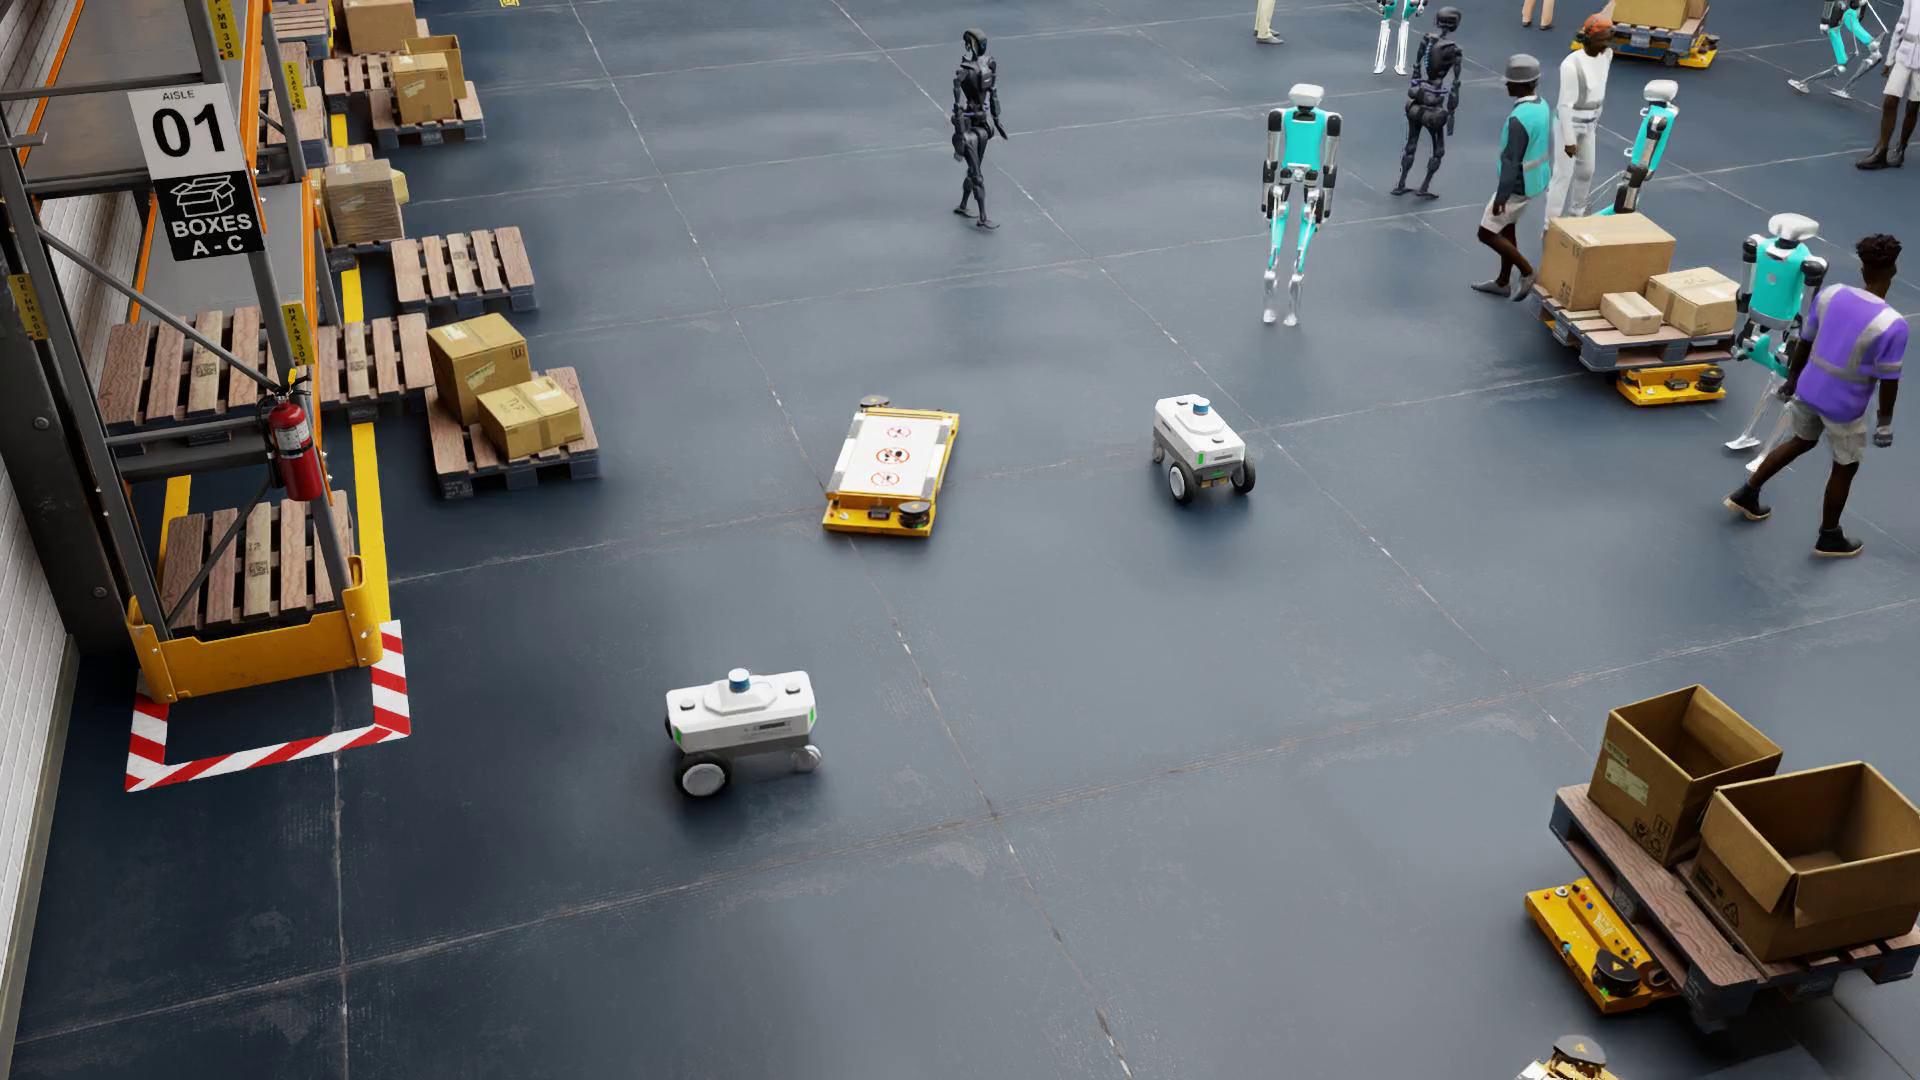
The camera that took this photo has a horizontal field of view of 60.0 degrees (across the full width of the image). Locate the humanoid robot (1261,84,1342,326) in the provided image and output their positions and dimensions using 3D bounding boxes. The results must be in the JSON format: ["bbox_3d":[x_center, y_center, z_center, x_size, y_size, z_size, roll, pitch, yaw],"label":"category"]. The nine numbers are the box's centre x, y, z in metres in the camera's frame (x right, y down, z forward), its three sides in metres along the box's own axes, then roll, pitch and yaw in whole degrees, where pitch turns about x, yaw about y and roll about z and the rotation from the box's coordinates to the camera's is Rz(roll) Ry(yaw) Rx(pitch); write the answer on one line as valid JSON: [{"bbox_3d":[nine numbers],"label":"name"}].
[{"bbox_3d":[2.427,-2.362,12.158,0.549,1.806,0.675,10,34,14],"label":"humanoid robot"}]

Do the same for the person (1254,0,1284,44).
[{"bbox_3d":[3.432,-6.404,18.249,0.382,1.836,0.567,1,33,1],"label":"person"}]

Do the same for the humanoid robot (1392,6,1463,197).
[{"bbox_3d":[4.053,-3.773,14.358,0.314,1.658,0.597,-15,36,-22],"label":"humanoid robot"}]

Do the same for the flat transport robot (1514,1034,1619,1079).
[{"bbox_3d":[2.129,2.426,6.137,1.431,0.231,0.659,-25,41,-33],"label":"flat transport robot"}]

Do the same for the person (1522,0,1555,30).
[{"bbox_3d":[6.661,-6.599,18.701,0.477,1.664,0.393,19,38,27],"label":"person"}]

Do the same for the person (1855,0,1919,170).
[{"bbox_3d":[8.528,-4.254,14.889,0.549,1.902,0.582,-24,40,-32],"label":"person"}]

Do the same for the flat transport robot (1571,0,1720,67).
[{"bbox_3d":[7.492,-5.430,18.187,1.431,0.231,0.659,17,37,24],"label":"flat transport robot"}]

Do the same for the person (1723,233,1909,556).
[{"bbox_3d":[5.054,-0.817,9.593,0.548,1.939,0.700,-8,34,-12],"label":"person"}]

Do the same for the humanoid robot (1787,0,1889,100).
[{"bbox_3d":[8.800,-5.143,16.399,0.551,1.757,0.914,-15,36,-21],"label":"humanoid robot"}]

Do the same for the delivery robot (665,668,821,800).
[{"bbox_3d":[-1.069,0.895,8.211,0.756,0.580,0.499,-8,34,-12],"label":"delivery robot"}]

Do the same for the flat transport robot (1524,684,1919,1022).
[{"bbox_3d":[3.307,1.657,7.317,1.431,0.231,0.659,-8,34,-12],"label":"flat transport robot"}]

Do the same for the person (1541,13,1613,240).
[{"bbox_3d":[5.024,-3.331,13.496,0.584,1.877,0.423,-21,39,-29],"label":"person"}]

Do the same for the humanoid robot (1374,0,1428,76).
[{"bbox_3d":[4.543,-5.646,17.053,0.533,1.675,0.735,6,34,10],"label":"humanoid robot"}]

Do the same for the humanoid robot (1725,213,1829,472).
[{"bbox_3d":[5.182,-1.254,10.433,0.810,1.747,0.541,-19,38,-27],"label":"humanoid robot"}]

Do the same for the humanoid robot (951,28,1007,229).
[{"bbox_3d":[0.185,-3.433,13.847,0.619,1.642,0.595,24,40,32],"label":"humanoid robot"}]

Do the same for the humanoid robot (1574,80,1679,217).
[{"bbox_3d":[4.825,-2.595,12.541,0.801,1.805,0.530,14,36,21],"label":"humanoid robot"}]

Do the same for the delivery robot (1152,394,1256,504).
[{"bbox_3d":[1.511,-0.618,10.524,0.499,0.572,0.747,-11,35,-16],"label":"delivery robot"}]

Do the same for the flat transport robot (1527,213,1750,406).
[{"bbox_3d":[4.840,-1.390,11.990,0.659,0.231,1.431,-6,34,-8],"label":"flat transport robot"}]

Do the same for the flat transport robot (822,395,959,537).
[{"bbox_3d":[-0.421,-0.484,10.601,0.659,0.231,1.431,4,33,6],"label":"flat transport robot"}]

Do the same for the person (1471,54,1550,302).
[{"bbox_3d":[4.172,-2.663,12.441,0.551,1.908,0.639,18,37,25],"label":"person"}]
